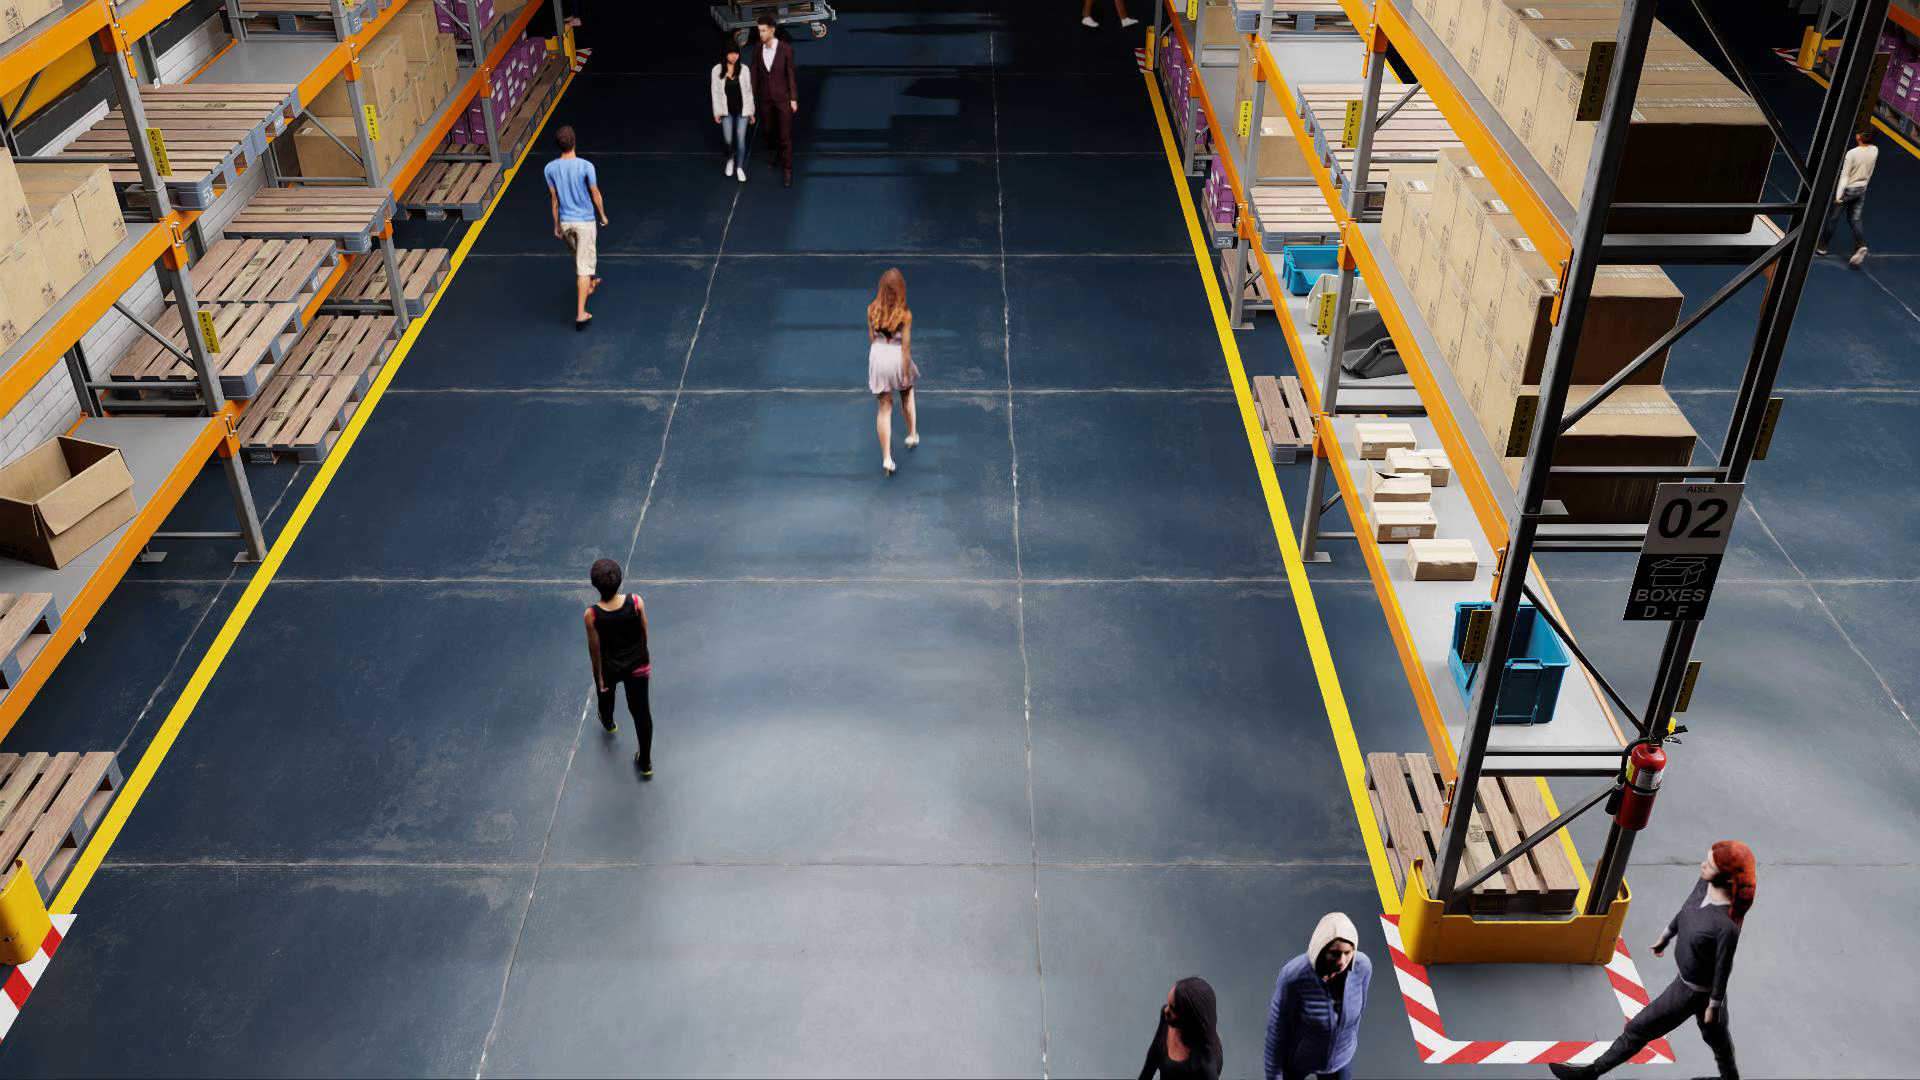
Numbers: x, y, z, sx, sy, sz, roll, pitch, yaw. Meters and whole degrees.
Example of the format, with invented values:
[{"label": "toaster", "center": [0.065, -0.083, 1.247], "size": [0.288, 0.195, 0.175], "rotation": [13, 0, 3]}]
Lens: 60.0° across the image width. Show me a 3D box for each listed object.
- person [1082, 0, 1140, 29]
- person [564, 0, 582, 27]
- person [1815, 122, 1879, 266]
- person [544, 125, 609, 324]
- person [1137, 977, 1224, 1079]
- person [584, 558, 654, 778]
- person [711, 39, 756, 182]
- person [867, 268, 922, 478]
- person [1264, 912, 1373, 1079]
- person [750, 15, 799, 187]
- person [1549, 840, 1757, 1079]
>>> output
[{"label": "person", "center": [1.998, -8.219, 23.802], "size": [1.176, 1.782, 1.164], "rotation": [24, 40, 31]}, {"label": "person", "center": [-5.683, -8.322, 23.995], "size": [0.666, 1.739, 0.536], "rotation": [-7, 34, -11]}, {"label": "person", "center": [9.196, -3.539, 17.066], "size": [0.646, 1.444, 0.960], "rotation": [-6, 34, -8]}, {"label": "person", "center": [-3.662, -2.971, 15.870], "size": [0.793, 1.822, 1.261], "rotation": [5, 34, 8]}, {"label": "person", "center": [1.106, 2.614, 7.590], "size": [0.859, 1.686, 1.105], "rotation": [-8, 34, -12]}, {"label": "person", "center": [-2.100, 0.826, 10.431], "size": [0.770, 1.520, 1.029], "rotation": [-12, 35, -17]}, {"label": "person", "center": [-2.588, -4.926, 18.991], "size": [0.687, 1.624, 0.680], "rotation": [-7, 34, -10]}, {"label": "person", "center": [-0.586, -1.312, 13.444], "size": [0.698, 1.745, 0.939], "rotation": [9, 35, 13]}, {"label": "person", "center": [1.658, 2.373, 7.949], "size": [0.794, 1.690, 1.157], "rotation": [-5, 34, -7]}, {"label": "person", "center": [-2.141, -5.096, 19.039], "size": [0.887, 1.853, 1.115], "rotation": [9, 35, 13]}, {"label": "person", "center": [3.712, 2.186, 8.207], "size": [0.831, 1.717, 1.173], "rotation": [6, 34, 9]}]
